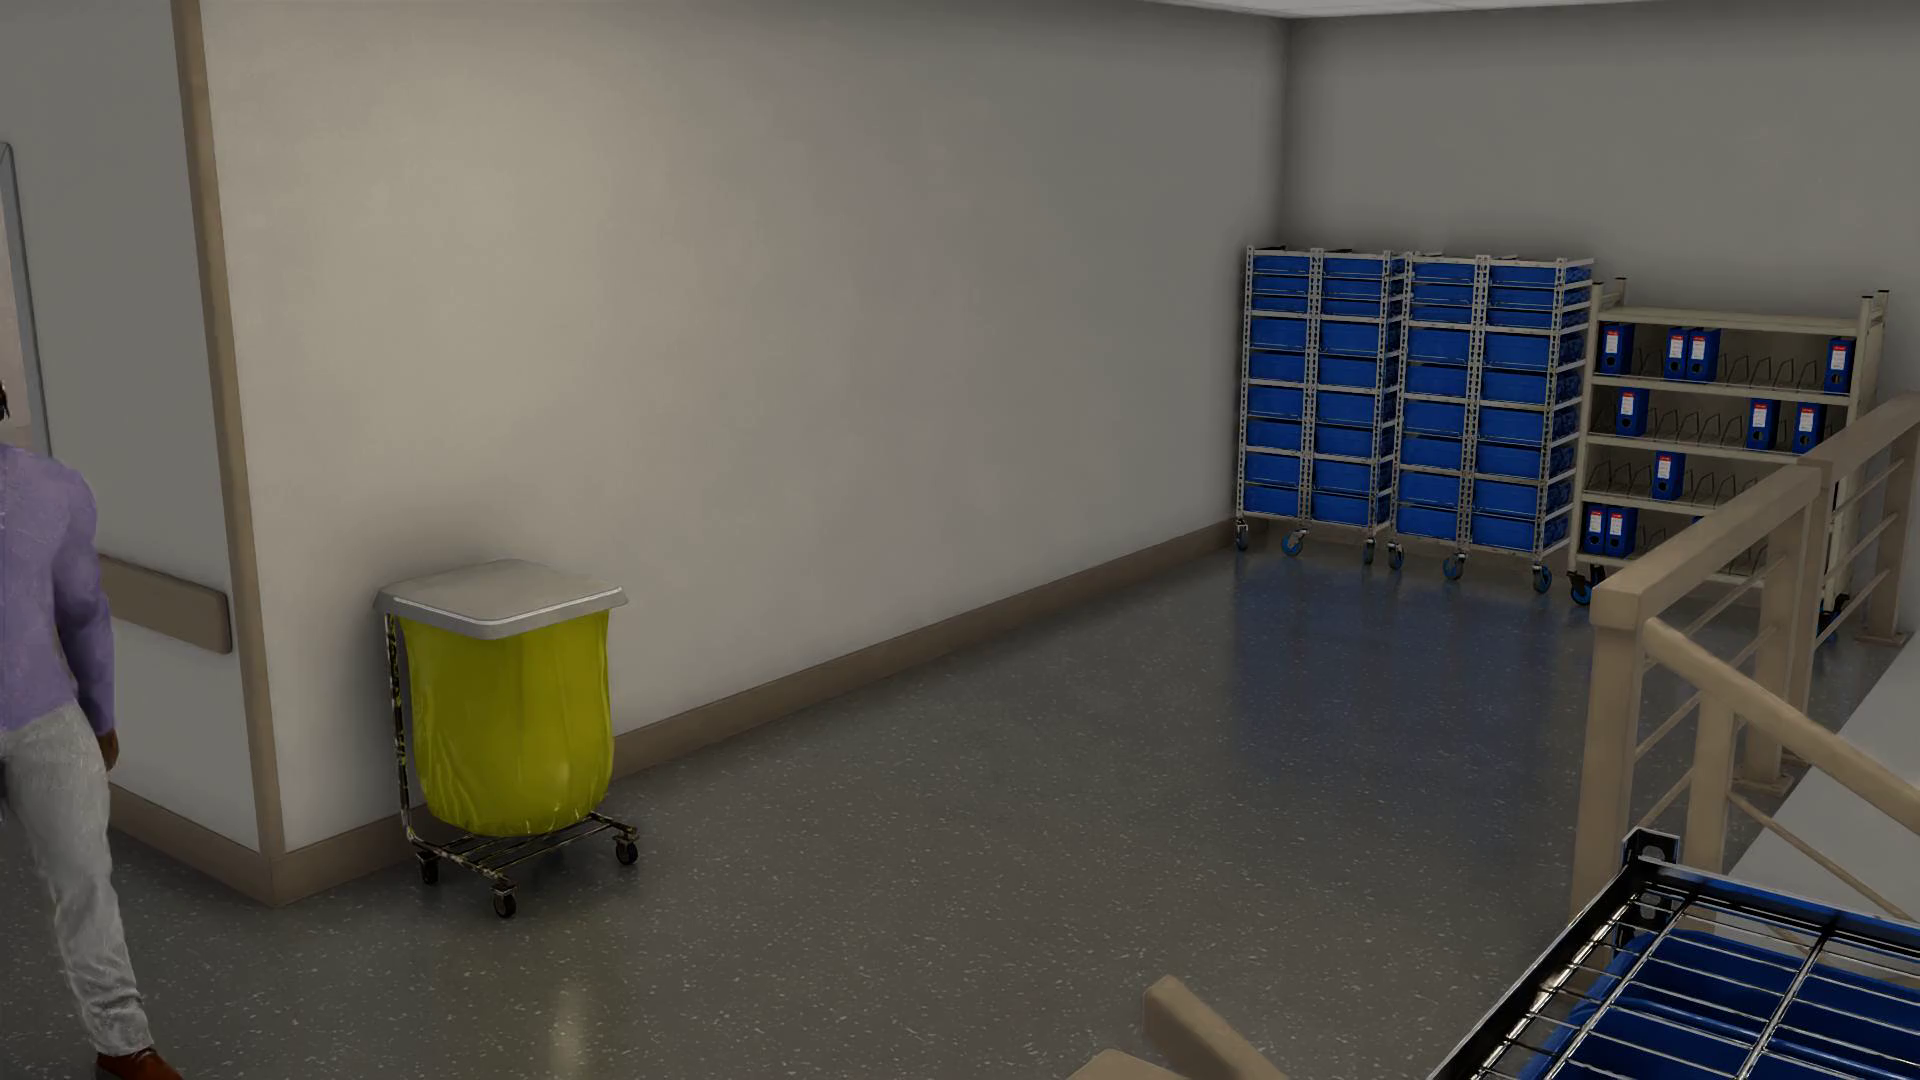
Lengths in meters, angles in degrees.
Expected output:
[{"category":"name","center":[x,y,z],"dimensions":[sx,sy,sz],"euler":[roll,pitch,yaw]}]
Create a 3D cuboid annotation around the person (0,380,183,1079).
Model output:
[{"category":"person","center":[-2.366,0.449,4.029],"dimensions":[0.813,1.914,0.645],"euler":[10,17,36]}]
